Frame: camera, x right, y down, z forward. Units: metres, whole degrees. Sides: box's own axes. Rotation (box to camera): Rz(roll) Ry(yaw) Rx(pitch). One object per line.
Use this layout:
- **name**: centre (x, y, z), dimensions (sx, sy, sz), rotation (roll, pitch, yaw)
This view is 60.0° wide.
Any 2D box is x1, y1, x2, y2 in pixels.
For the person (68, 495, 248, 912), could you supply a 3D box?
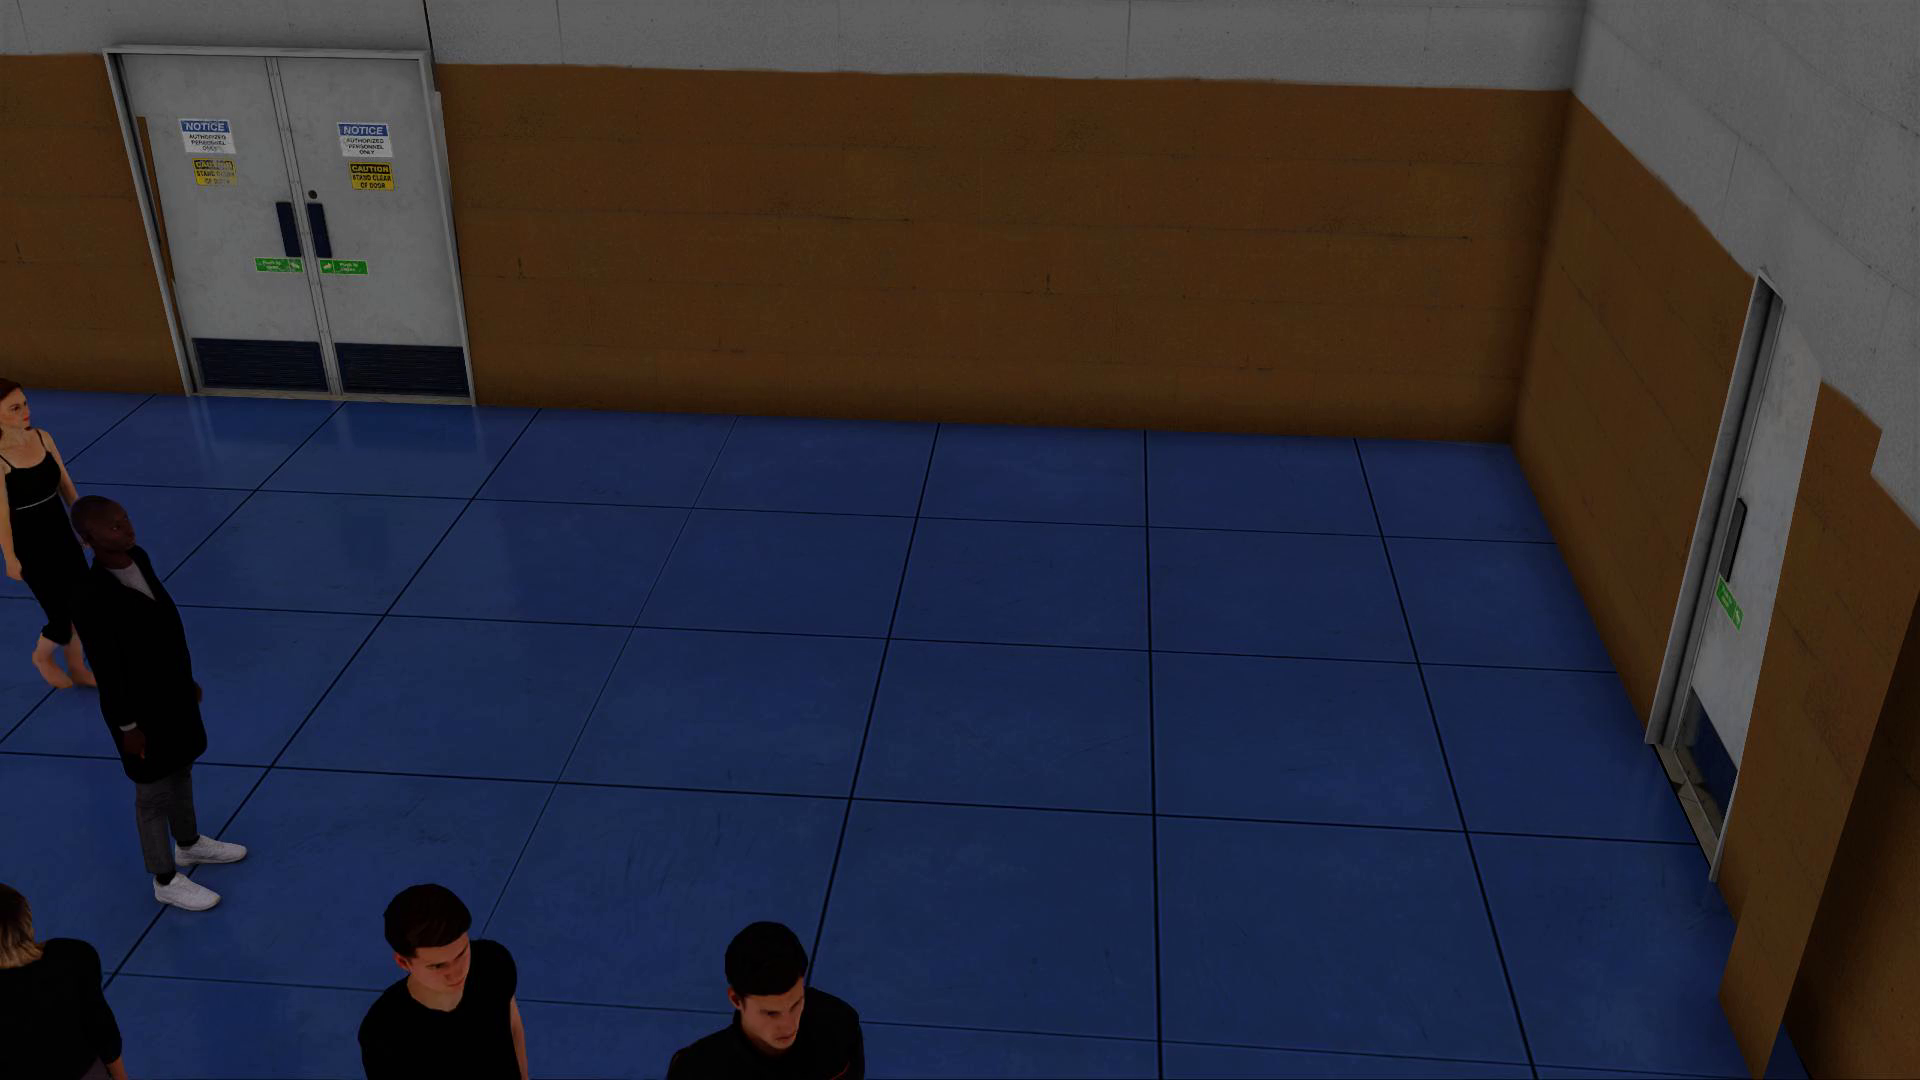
- **person**: centre (-3.168, 0.618, 6.463), dimensions (0.708, 1.761, 0.498), rotation (1, 29, 2)

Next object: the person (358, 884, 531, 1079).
- **person**: centre (-1.416, 1.622, 4.557), dimensions (1.099, 1.824, 1.142), rotation (20, 34, 32)

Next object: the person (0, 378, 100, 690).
- **person**: centre (-4.340, 0.004, 7.738), dimensions (0.703, 1.617, 0.640), rotation (7, 29, 13)

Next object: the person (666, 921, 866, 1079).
- **person**: centre (-0.527, 1.707, 4.328), dimensions (1.209, 1.895, 1.338), rotation (-17, 33, -29)
